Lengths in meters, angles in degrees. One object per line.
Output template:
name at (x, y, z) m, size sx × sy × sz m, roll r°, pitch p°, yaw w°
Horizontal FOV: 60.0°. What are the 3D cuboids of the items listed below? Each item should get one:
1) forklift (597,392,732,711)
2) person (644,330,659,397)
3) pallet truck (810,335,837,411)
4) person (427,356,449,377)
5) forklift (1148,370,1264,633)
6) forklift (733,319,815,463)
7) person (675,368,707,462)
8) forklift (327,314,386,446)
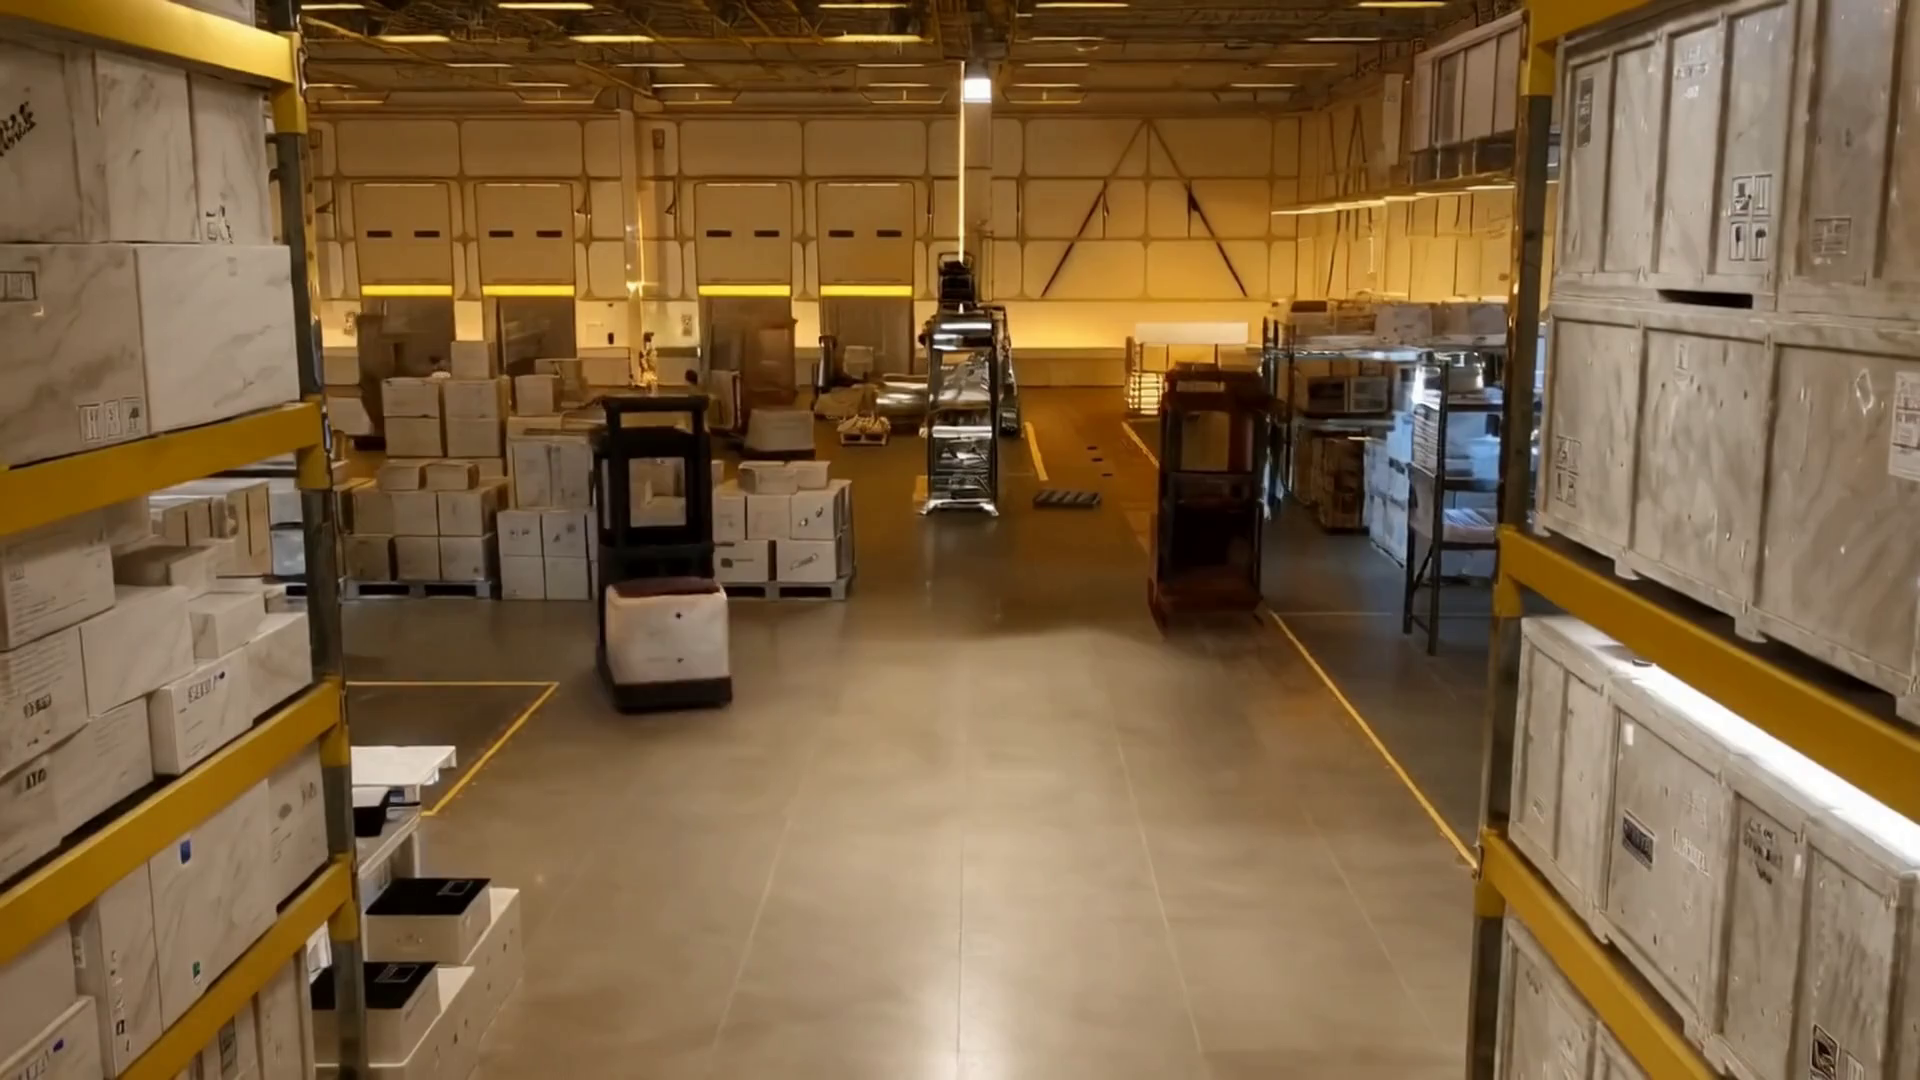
forklift at (-2.812, 0.024, 15.561) m, size 1.129 × 2.768 × 1.873 m, roll -3°, pitch 10°, yaw -16°
person at (-8.781, -4.984, 47.203) m, size 0.389 × 1.930 × 0.544 m, roll -8°, pitch 12°, yaw -37°
pallet truck at (-3.021, -4.312, 43.126) m, size 1.885 × 1.965 × 0.823 m, roll 3°, pitch 10°, yaw 17°
person at (-11.201, -3.002, 35.791) m, size 0.559 × 1.920 × 0.559 m, roll 7°, pitch 12°, yaw 34°
forklift at (2.742, -0.514, 18.668) m, size 1.129 × 2.768 × 1.873 m, roll 0°, pitch 10°, yaw 1°
forklift at (-3.673, -2.954, 32.743) m, size 1.129 × 2.768 × 1.873 m, roll -5°, pitch 11°, yaw -25°
person at (-5.135, -2.319, 31.817) m, size 0.628 × 1.931 × 0.357 m, roll 2°, pitch 10°, yaw 13°
forklift at (-12.501, -3.396, 35.293) m, size 1.873 × 2.768 × 1.129 m, roll -1°, pitch 10°, yaw -4°
